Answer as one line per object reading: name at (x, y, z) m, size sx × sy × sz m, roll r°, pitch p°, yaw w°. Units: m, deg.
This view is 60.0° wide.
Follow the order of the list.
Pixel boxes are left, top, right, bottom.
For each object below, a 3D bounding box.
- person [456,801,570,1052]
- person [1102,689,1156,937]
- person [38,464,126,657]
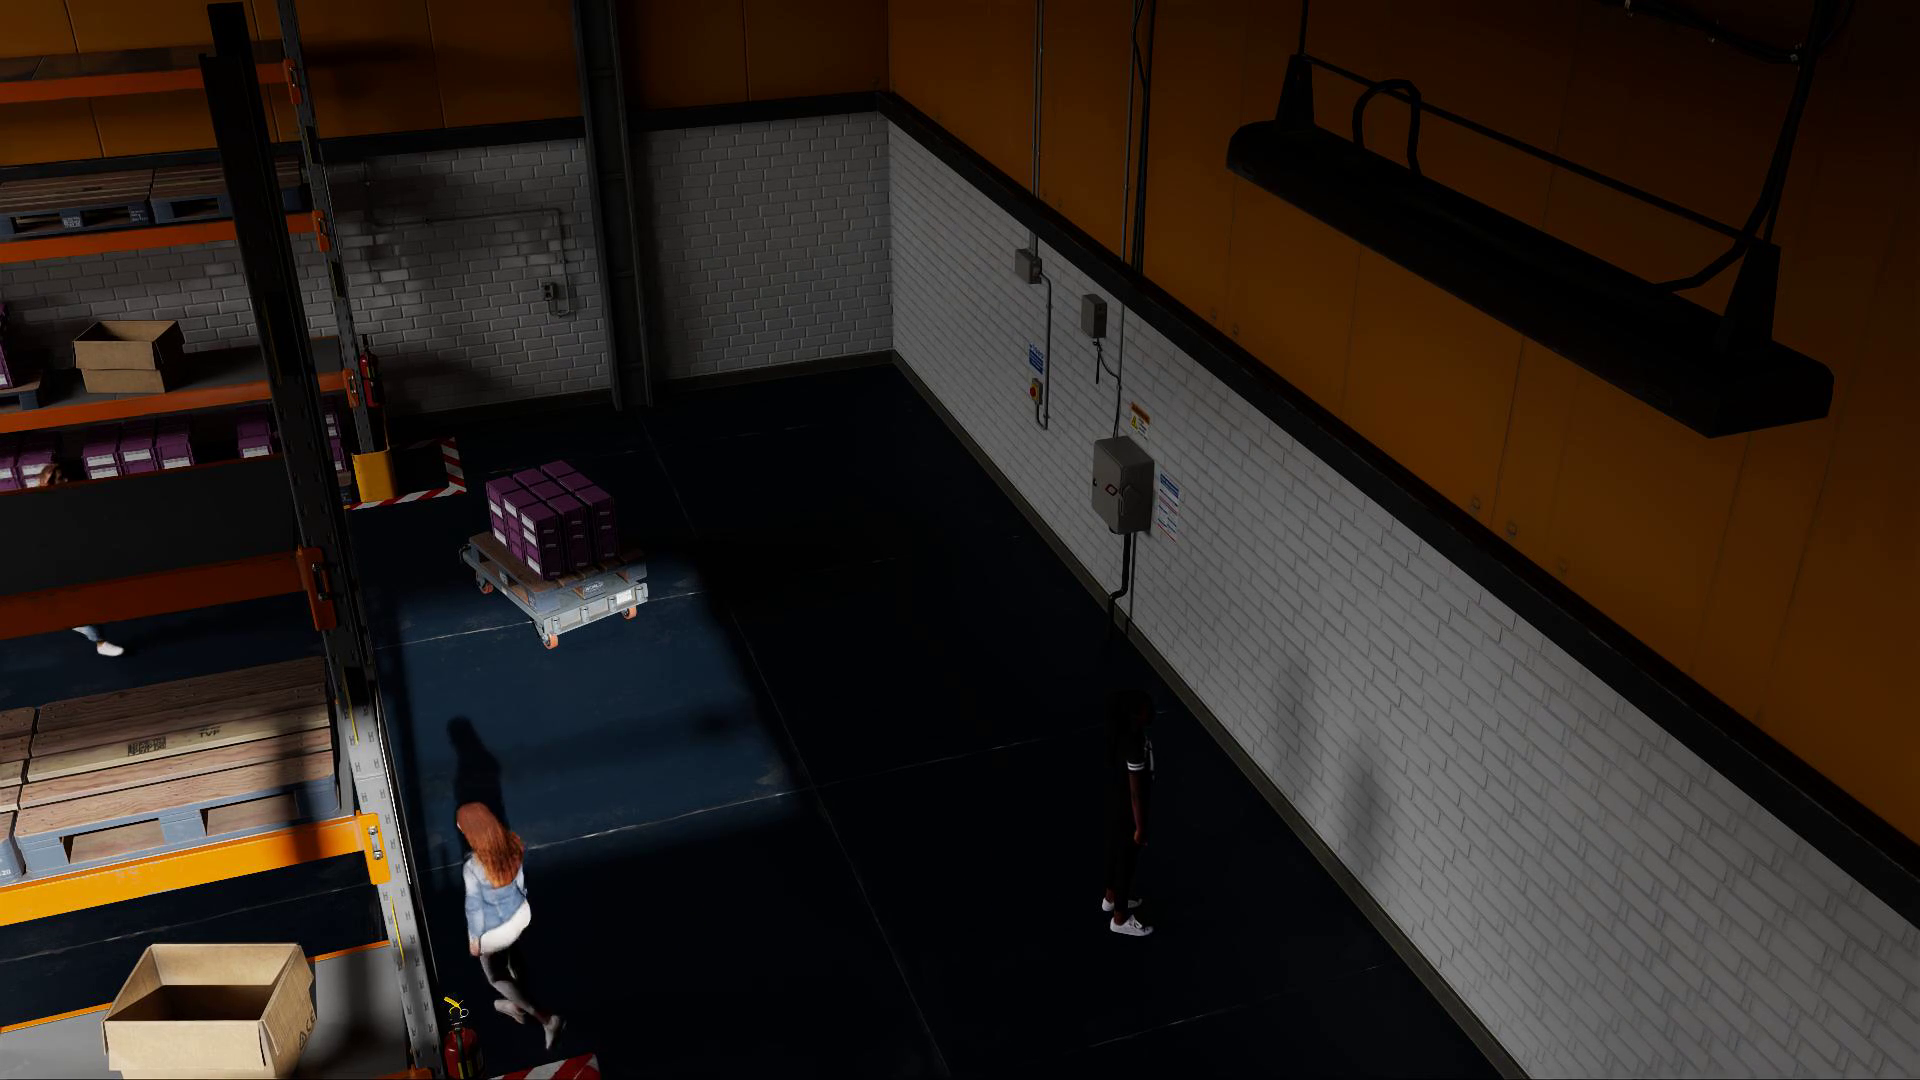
person at (-2.509, 2.188, 9.367) m, size 1.006 × 1.681 × 0.945 m, roll 13°, pitch 31°, yaw 23°
person at (1.044, 1.658, 10.291) m, size 0.664 × 1.728 × 0.673 m, roll -2°, pitch 29°, yaw -3°
person at (-6.964, 0.163, 13.047) m, size 0.844 × 1.713 × 0.788 m, roll 6°, pitch 29°, yaw 10°
